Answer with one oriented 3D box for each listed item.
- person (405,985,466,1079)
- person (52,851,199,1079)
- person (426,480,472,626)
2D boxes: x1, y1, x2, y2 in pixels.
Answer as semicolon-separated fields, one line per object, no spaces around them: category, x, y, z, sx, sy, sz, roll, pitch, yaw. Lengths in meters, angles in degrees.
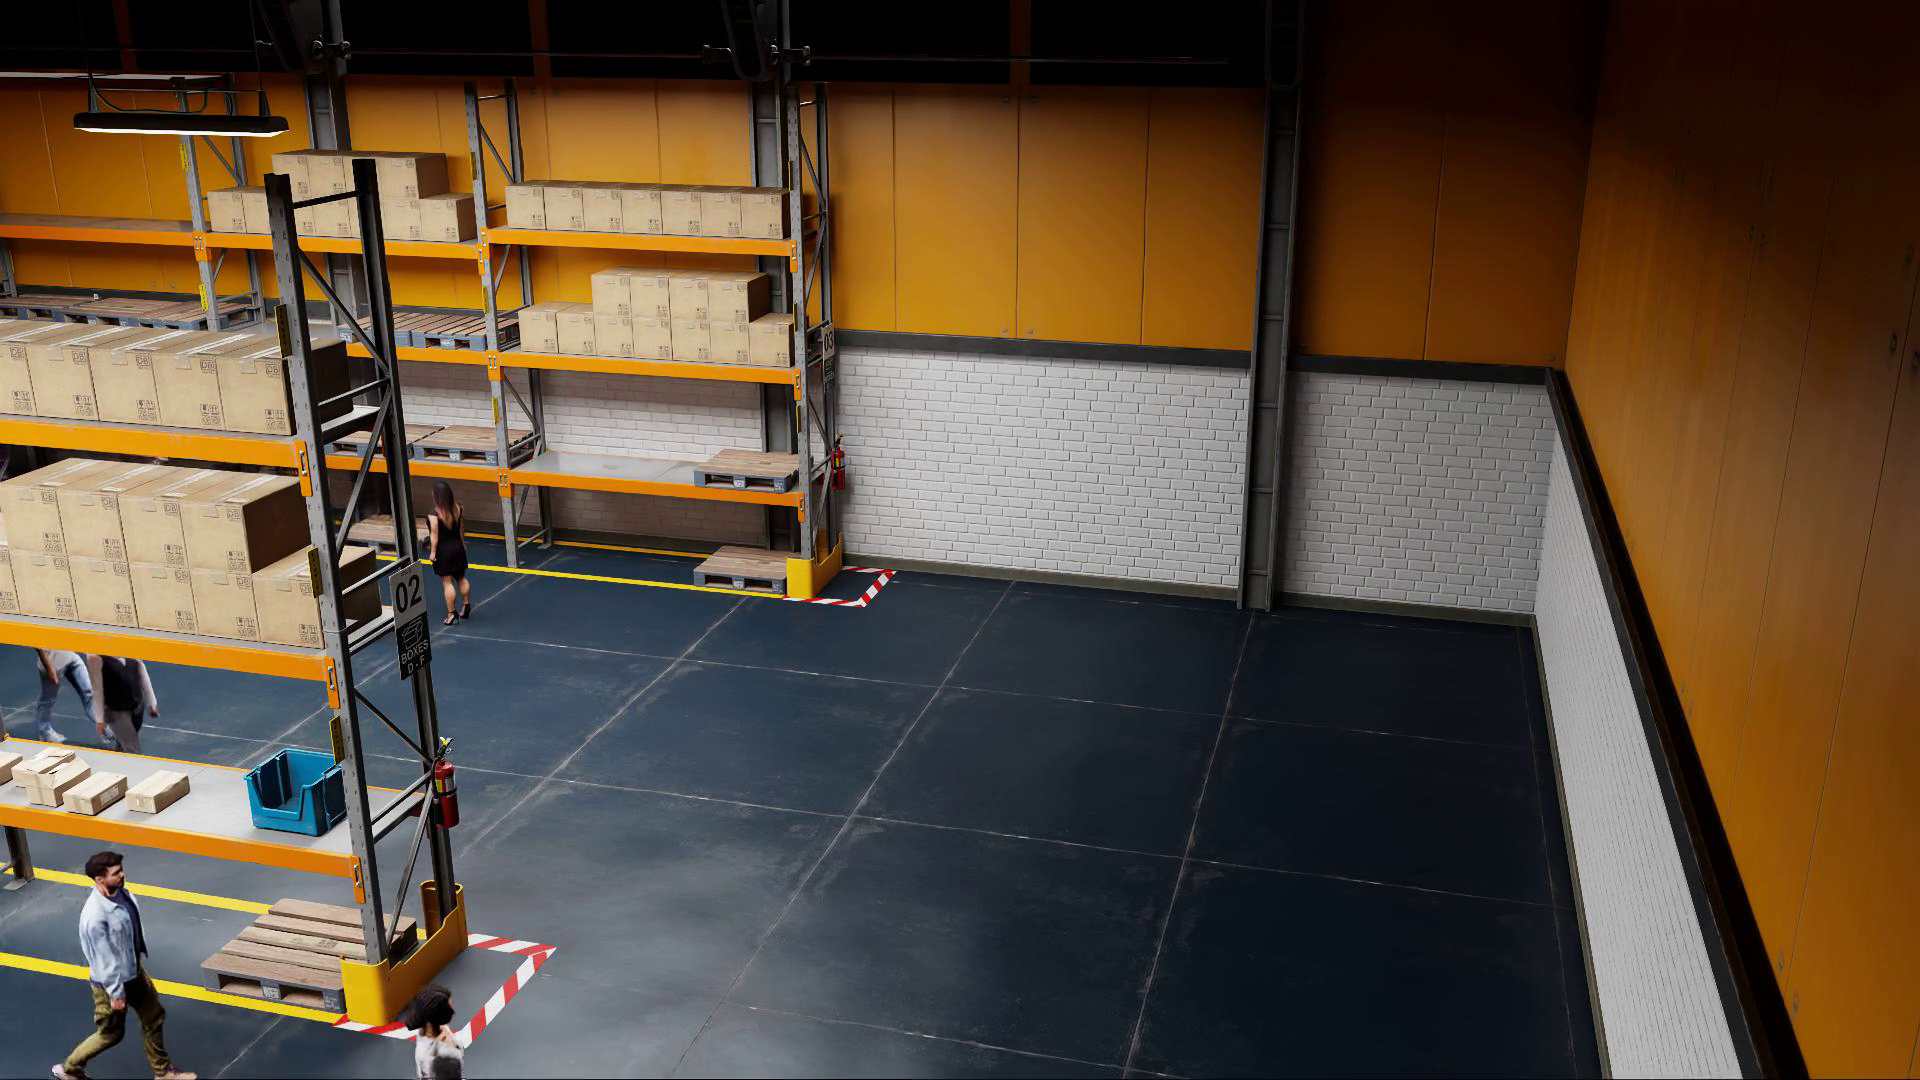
person;-3.078;3.350;9.597;0.970;1.755;0.842;-6;19;-16
person;-5.632;2.882;10.943;1.206;1.783;0.921;-1;19;-3
person;-5.885;0.141;19.184;0.699;1.718;0.722;11;22;30
